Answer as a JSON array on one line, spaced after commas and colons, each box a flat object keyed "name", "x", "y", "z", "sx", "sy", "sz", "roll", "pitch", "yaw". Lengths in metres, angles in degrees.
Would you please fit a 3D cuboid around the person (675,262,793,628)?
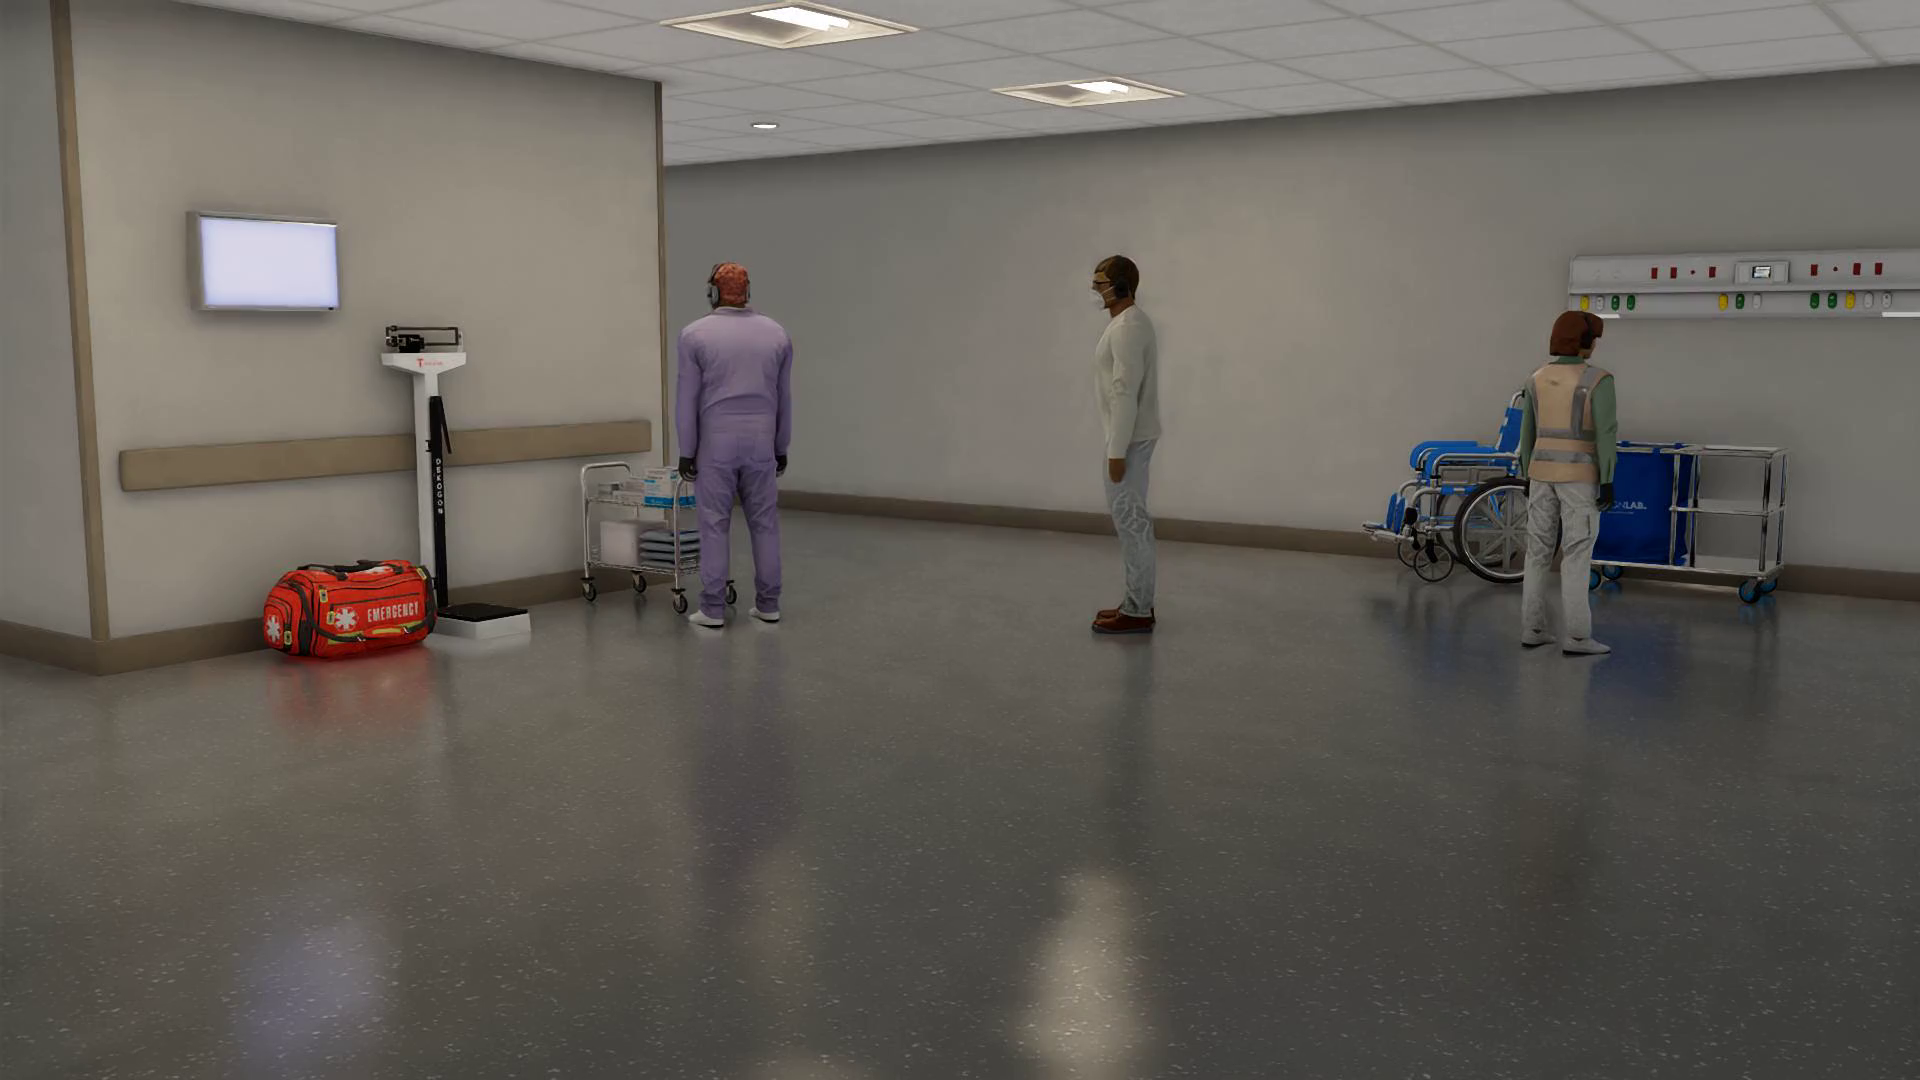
[{"name": "person", "x": -1.189, "y": -0.494, "z": 8.706, "sx": 0.647, "sy": 1.899, "sz": 0.399, "roll": -4, "pitch": 8, "yaw": -31}]

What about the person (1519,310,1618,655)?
[{"name": "person", "x": 2.903, "y": -0.273, "z": 7.957, "sx": 0.310, "sy": 1.636, "sz": 0.523, "roll": -4, "pitch": 8, "yaw": -31}]

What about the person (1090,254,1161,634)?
[{"name": "person", "x": 0.843, "y": -0.486, "z": 8.512, "sx": 0.371, "sy": 1.932, "sz": 0.628, "roll": 1, "pitch": 7, "yaw": 8}]
